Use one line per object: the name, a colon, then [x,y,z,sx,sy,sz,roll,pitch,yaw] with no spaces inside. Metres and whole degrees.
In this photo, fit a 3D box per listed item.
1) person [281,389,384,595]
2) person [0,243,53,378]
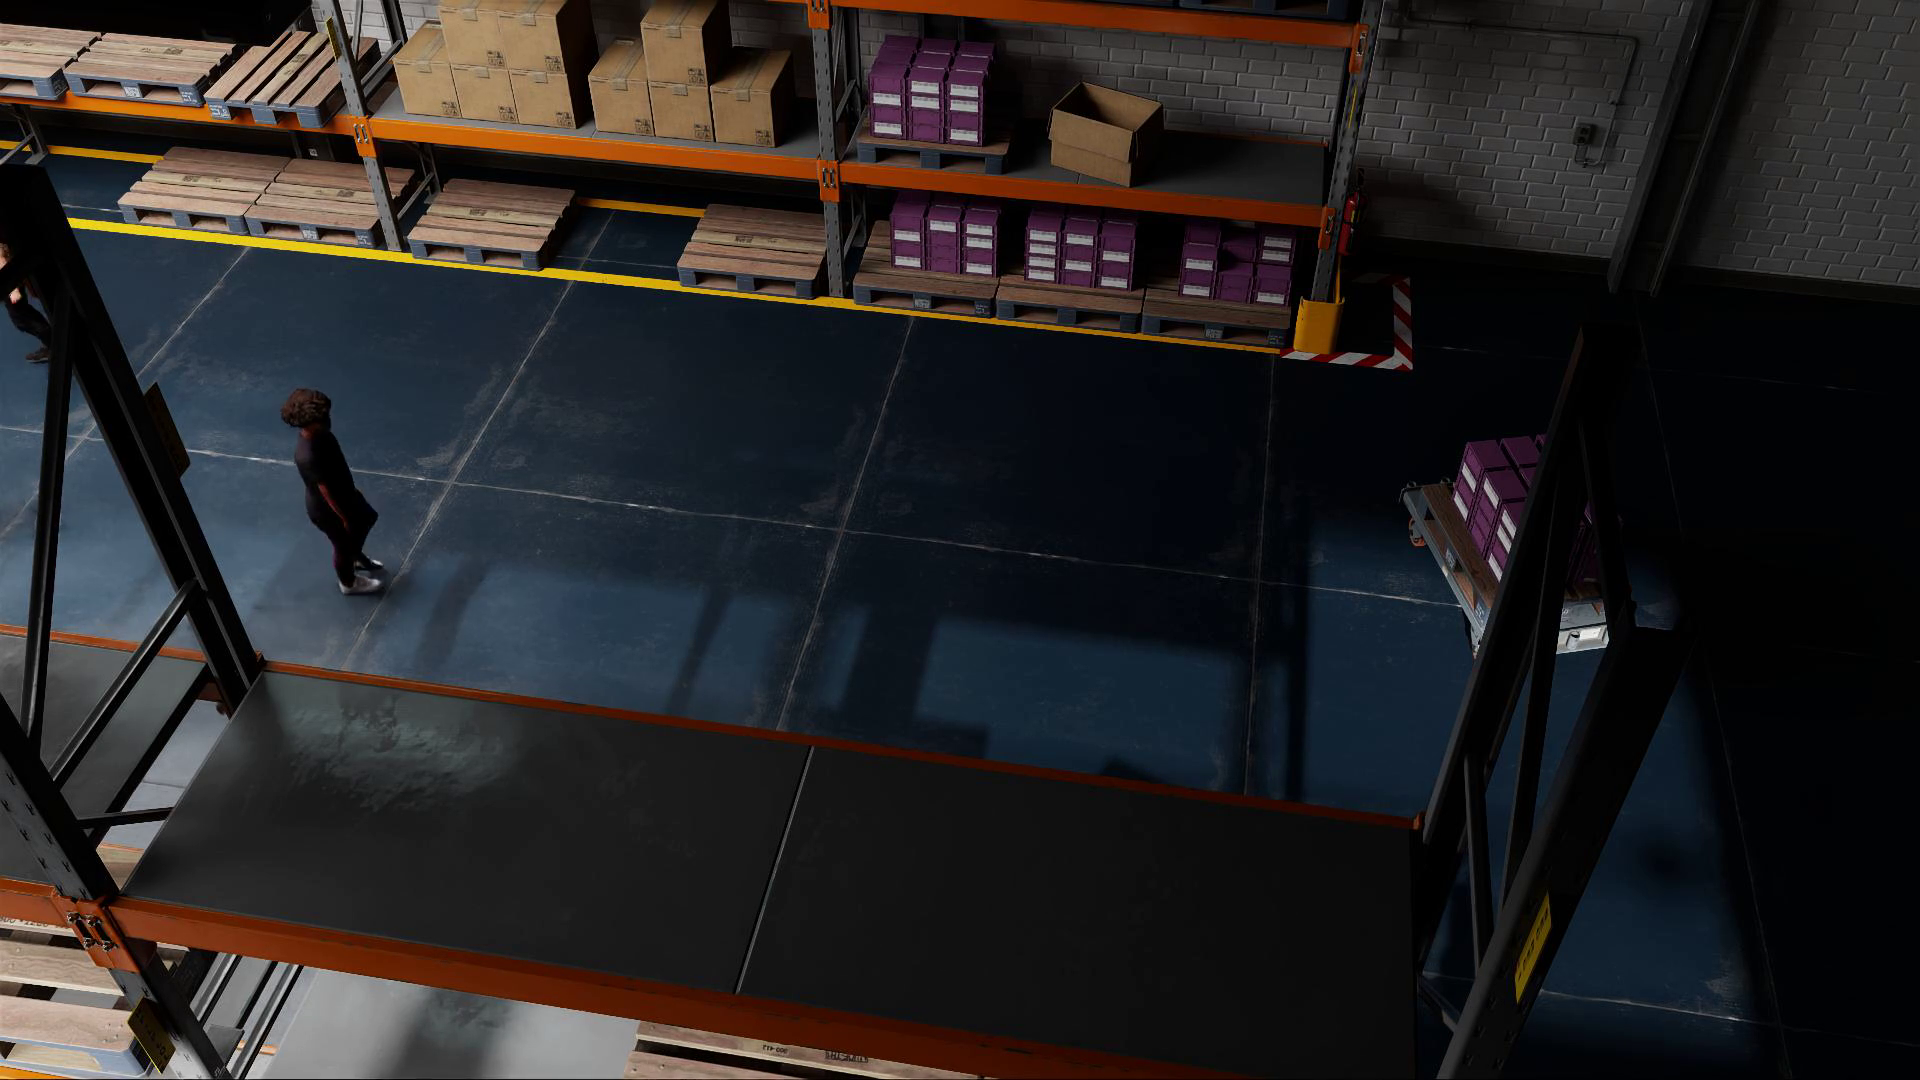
person: [-4.241,-0.281,11.020,0.730,1.762,0.741,-9,44,-9]
person: [-7.325,-2.068,12.847,0.884,1.829,0.820,-32,52,-29]
